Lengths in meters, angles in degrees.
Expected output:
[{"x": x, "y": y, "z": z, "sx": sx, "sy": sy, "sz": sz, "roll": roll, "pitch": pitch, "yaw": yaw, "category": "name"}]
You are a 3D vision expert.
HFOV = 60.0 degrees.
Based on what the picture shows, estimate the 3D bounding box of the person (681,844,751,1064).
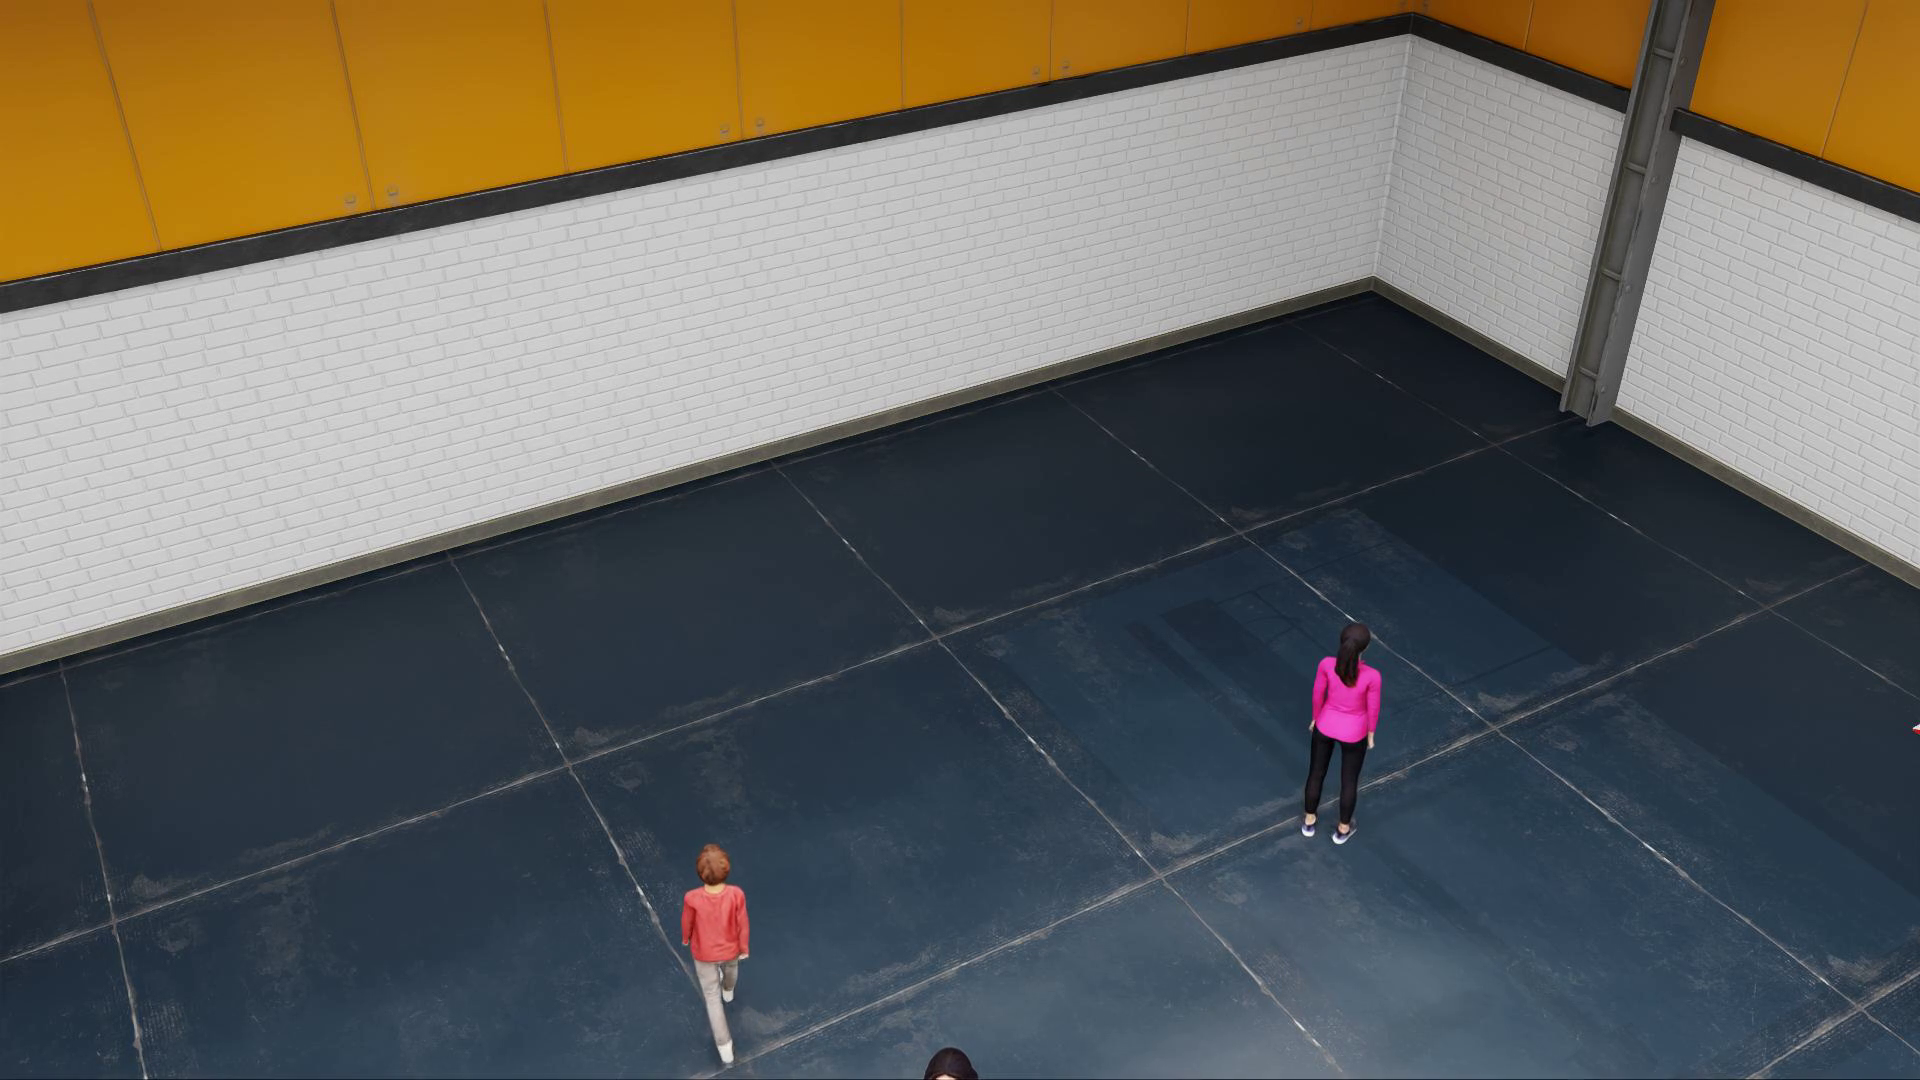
[{"x": -1.376, "y": 2.355, "z": 9.431, "sx": 0.686, "sy": 1.387, "sz": 0.992, "roll": -8, "pitch": 35, "yaw": -12, "category": "person"}]

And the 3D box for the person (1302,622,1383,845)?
[{"x": 2.474, "y": 1.246, "z": 10.818, "sx": 0.666, "sy": 1.698, "sz": 0.748, "roll": 14, "pitch": 36, "yaw": 20, "category": "person"}]
